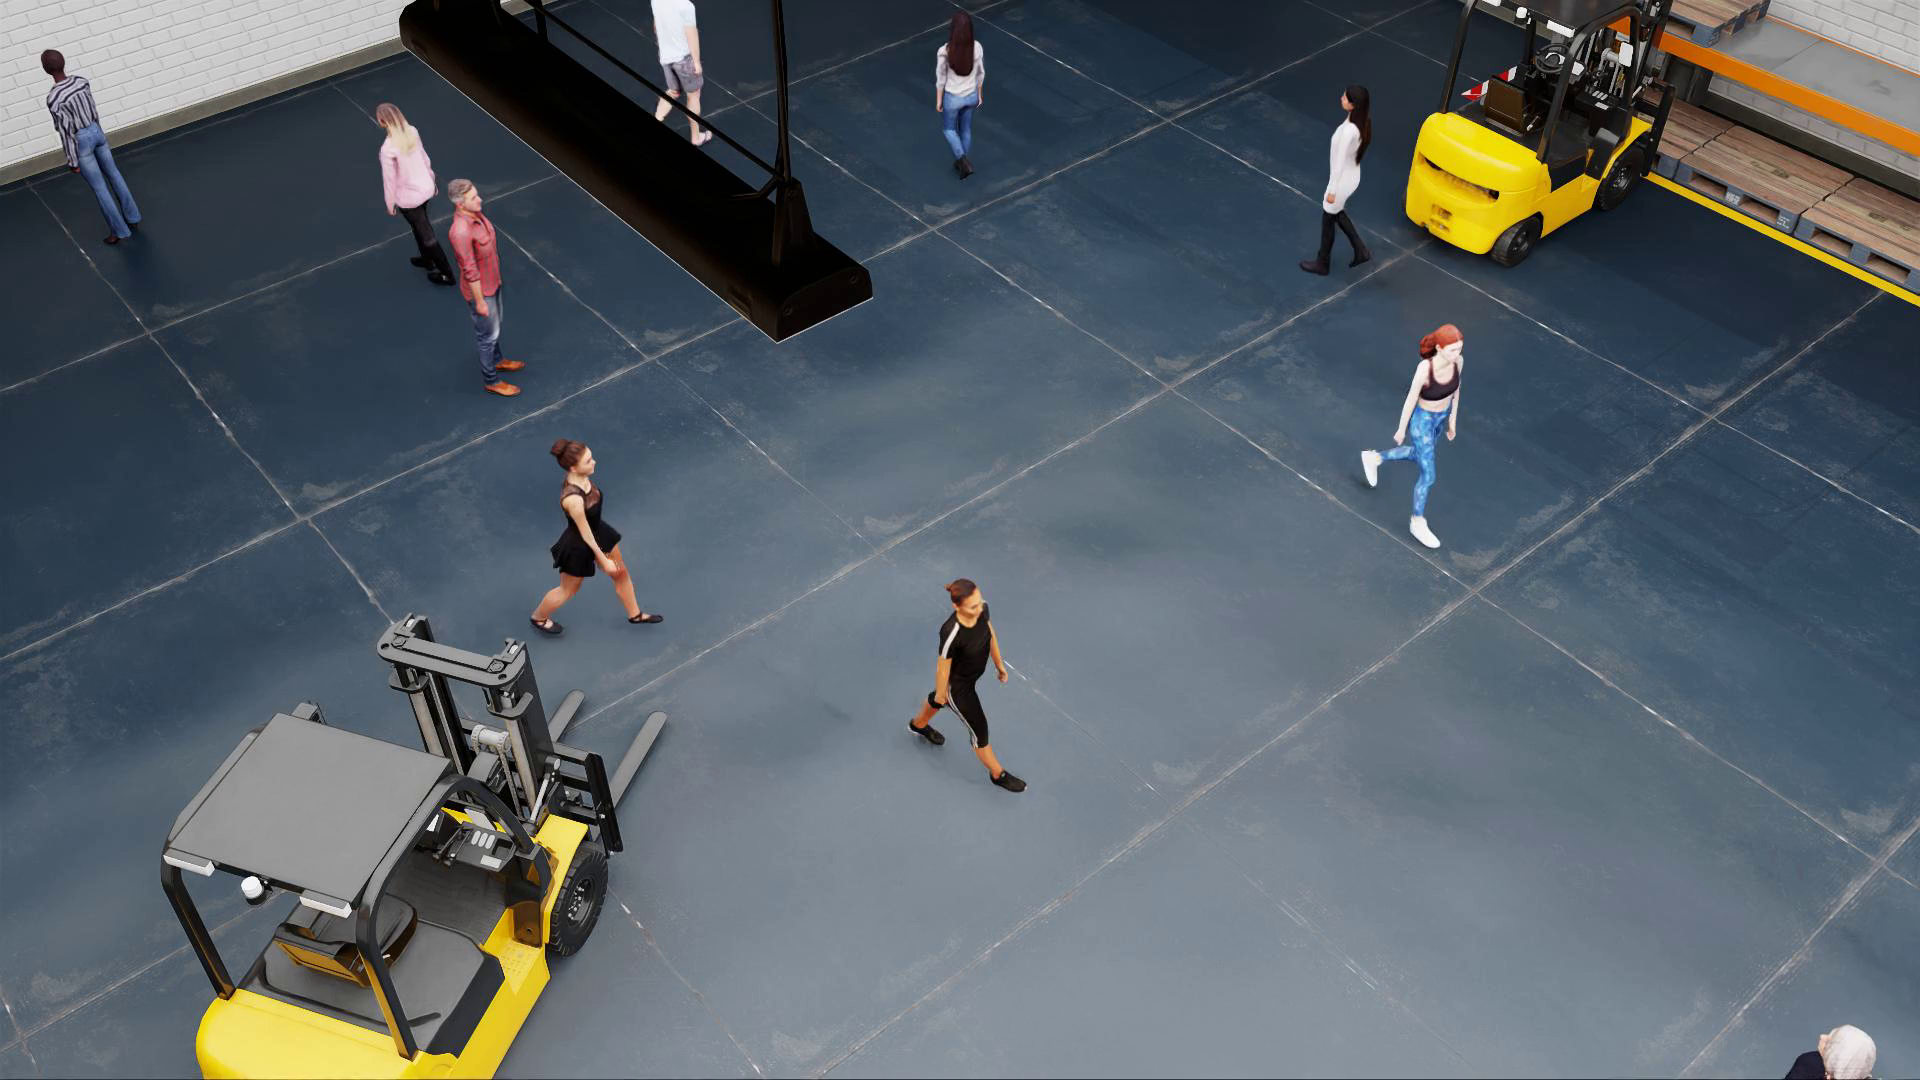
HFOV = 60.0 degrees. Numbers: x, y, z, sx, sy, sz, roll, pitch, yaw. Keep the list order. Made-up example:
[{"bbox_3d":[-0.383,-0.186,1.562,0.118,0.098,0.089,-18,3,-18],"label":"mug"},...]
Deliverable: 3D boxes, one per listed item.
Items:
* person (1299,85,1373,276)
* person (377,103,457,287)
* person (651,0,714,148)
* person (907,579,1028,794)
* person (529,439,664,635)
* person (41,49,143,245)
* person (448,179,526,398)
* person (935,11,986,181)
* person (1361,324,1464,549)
[{"bbox_3d":[3.260,-2.942,13.839,0.918,1.799,0.776,22,48,22],"label":"person"},{"bbox_3d":[-4.461,-2.845,13.833,0.891,1.667,0.800,16,46,16],"label":"person"},{"bbox_3d":[-2.665,-4.390,15.350,0.992,1.811,0.891,24,49,23],"label":"person"},{"bbox_3d":[-0.056,0.791,10.049,1.199,1.620,0.862,21,48,21],"label":"person"},{"bbox_3d":[-2.523,0.042,10.823,1.089,1.638,1.063,2,44,2],"label":"person"},{"bbox_3d":[-7.488,-3.383,14.303,0.724,1.796,0.696,9,44,9],"label":"person"},{"bbox_3d":[-3.687,-1.970,12.795,0.818,1.830,0.714,-2,44,-2],"label":"person"},{"bbox_3d":[0.027,-3.954,15.033,0.749,1.616,0.862,-15,46,-16],"label":"person"},{"bbox_3d":[3.207,-0.828,11.648,0.611,1.758,1.133,-25,49,-24],"label":"person"}]
